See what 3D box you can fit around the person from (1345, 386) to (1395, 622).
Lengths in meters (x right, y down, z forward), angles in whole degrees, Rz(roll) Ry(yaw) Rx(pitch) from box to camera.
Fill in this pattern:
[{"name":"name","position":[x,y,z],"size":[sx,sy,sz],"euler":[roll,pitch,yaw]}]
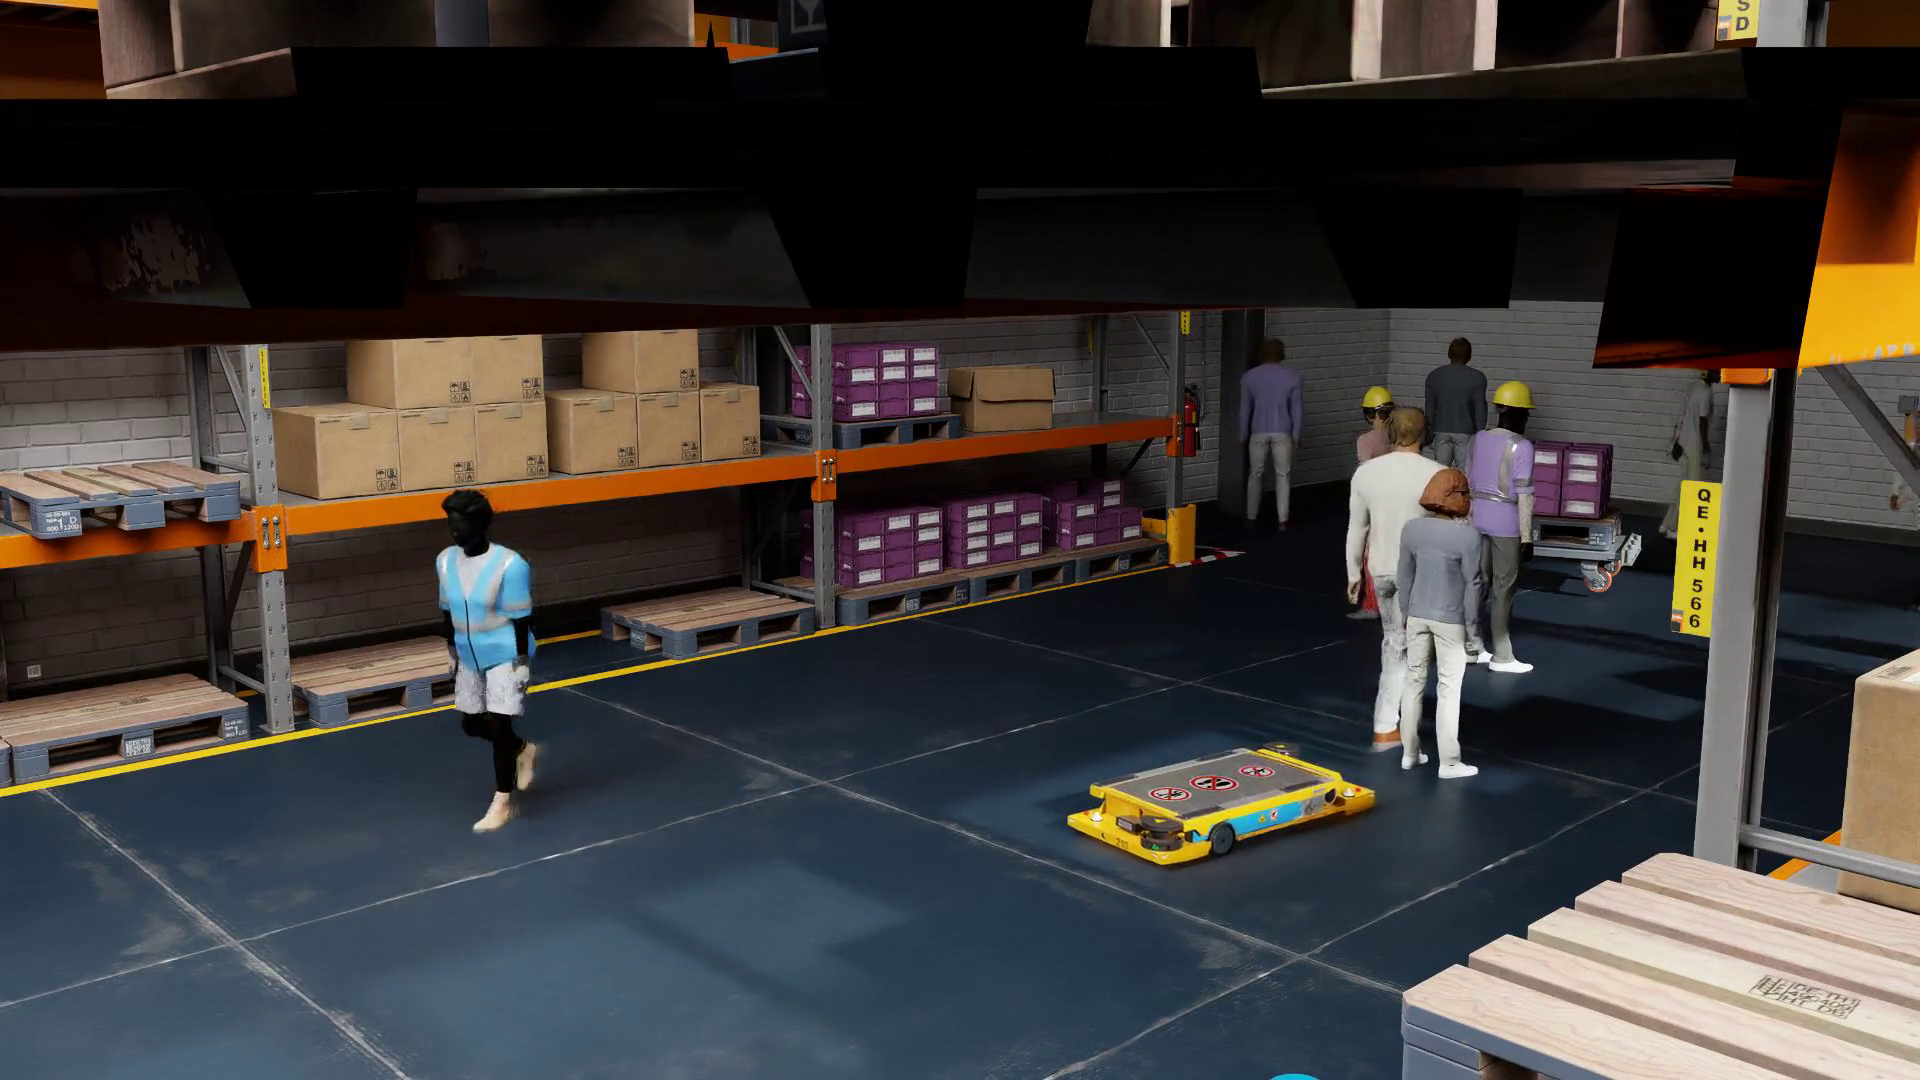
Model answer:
[{"name":"person","position":[3.119,-0.269,12.519],"size":[0.533,1.767,0.321],"euler":[-8,13,-40]}]

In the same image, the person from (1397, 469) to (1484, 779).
[{"name":"person","position":[2.531,0.435,8.786],"size":[0.286,1.631,0.501],"euler":[-8,12,-38]}]

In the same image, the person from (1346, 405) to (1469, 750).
[{"name":"person","position":[2.582,0.193,9.409],"size":[0.644,1.898,0.914],"euler":[10,14,44]}]

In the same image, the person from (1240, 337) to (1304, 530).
[{"name":"person","position":[3.130,-1.068,16.695],"size":[0.636,1.937,0.359],"euler":[3,10,16]}]

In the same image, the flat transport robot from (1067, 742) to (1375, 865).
[{"name":"flat transport robot","position":[1.275,1.246,8.019],"size":[1.431,0.197,0.652],"euler":[-7,12,-35]}]

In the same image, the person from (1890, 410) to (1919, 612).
[{"name":"person","position":[7.691,-0.423,13.073],"size":[0.988,1.902,0.560],"euler":[-9,13,-41]}]

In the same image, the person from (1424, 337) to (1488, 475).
[{"name":"person","position":[4.930,-1.042,16.538],"size":[0.635,1.939,0.366],"euler":[7,12,37]}]

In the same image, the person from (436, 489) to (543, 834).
[{"name":"person","position":[-2.224,0.550,8.023],"size":[0.540,1.670,0.568],"euler":[4,11,24]}]

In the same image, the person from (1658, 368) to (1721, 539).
[{"name":"person","position":[7.058,-0.891,15.969],"size":[0.455,1.829,0.564],"euler":[3,10,14]}]

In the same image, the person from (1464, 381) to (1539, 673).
[{"name":"person","position":[3.585,-0.088,10.995],"size":[0.384,1.922,0.593],"euler":[-4,11,-24]}]
